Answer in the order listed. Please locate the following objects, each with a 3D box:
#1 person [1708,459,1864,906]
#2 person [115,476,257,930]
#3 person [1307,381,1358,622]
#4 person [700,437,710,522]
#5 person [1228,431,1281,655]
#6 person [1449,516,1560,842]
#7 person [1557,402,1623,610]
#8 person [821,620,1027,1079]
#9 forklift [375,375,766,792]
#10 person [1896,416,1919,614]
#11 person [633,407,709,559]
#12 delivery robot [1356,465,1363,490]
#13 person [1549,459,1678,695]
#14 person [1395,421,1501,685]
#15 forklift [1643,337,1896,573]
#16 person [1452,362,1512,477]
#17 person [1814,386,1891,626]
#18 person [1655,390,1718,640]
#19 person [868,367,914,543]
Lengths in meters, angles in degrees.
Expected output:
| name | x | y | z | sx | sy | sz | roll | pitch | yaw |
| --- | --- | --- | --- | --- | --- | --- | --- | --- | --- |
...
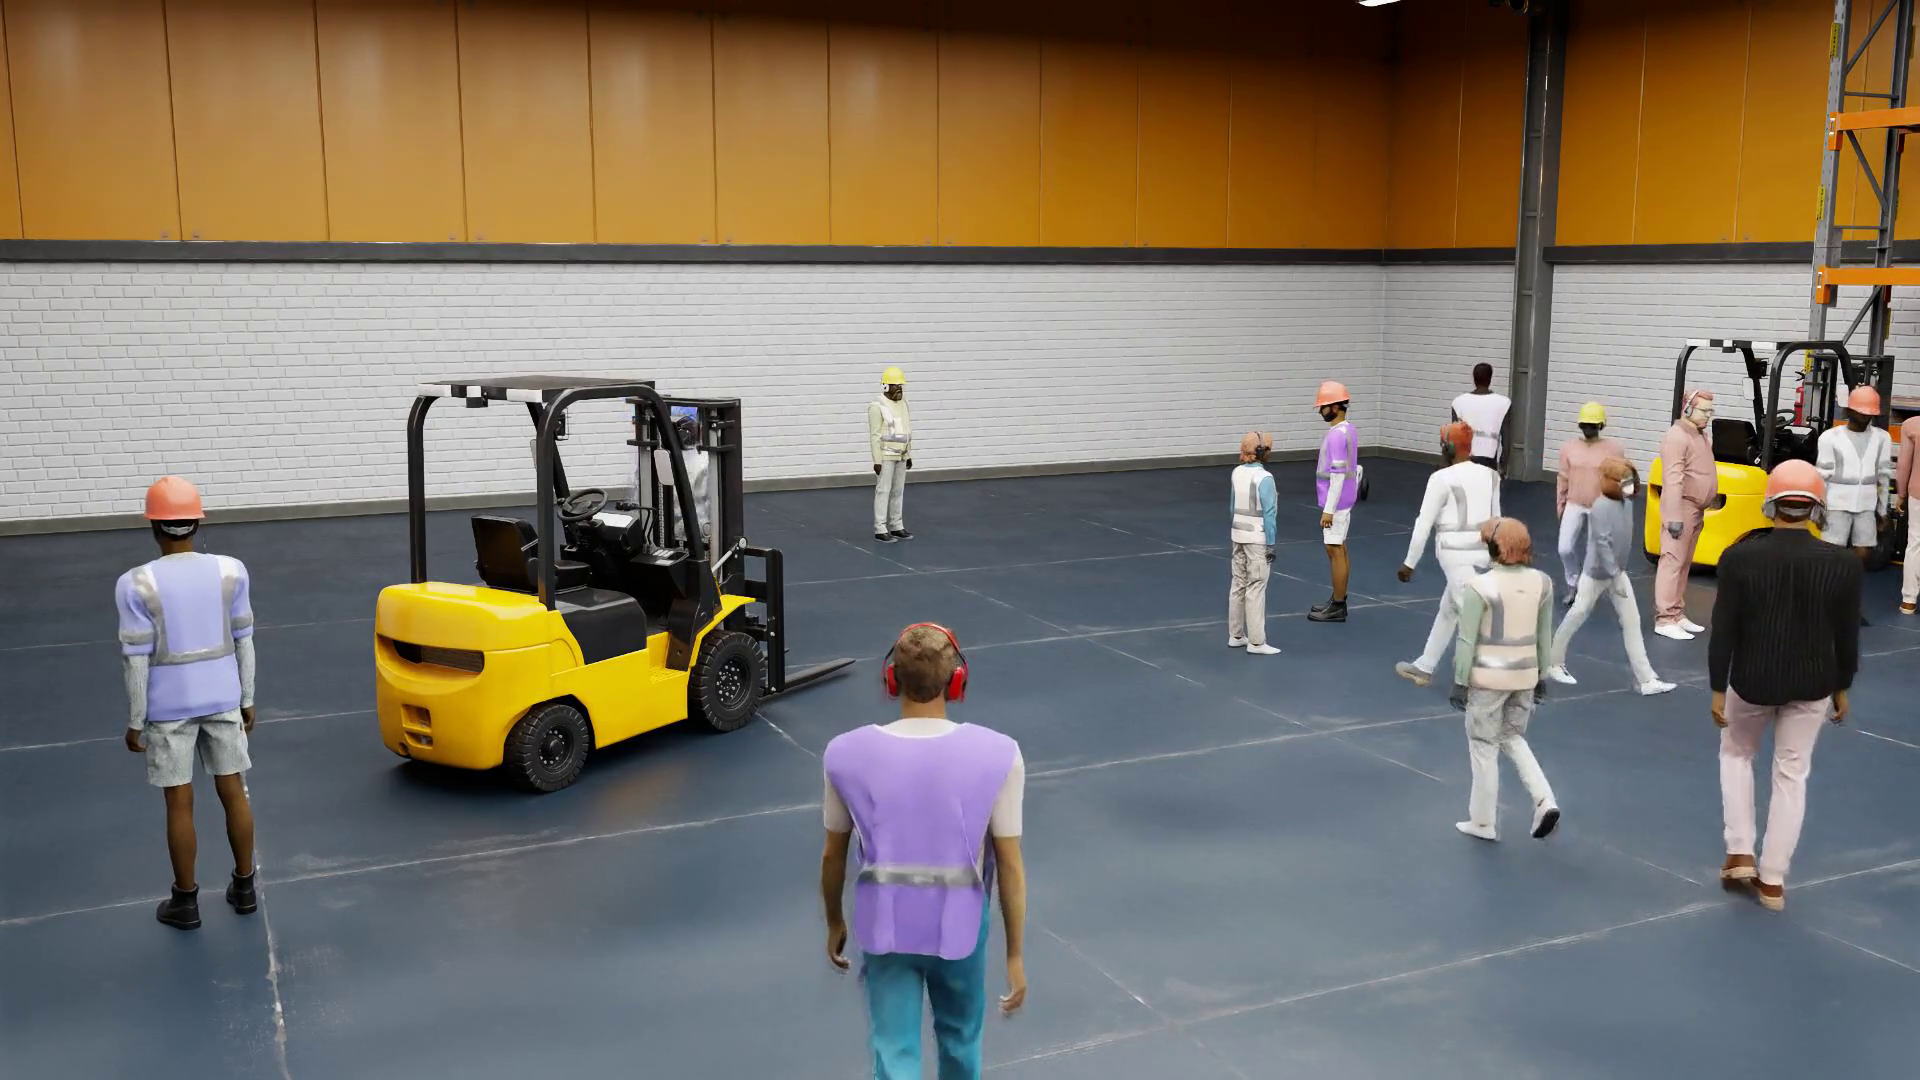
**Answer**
| name | x | y | z | sx | sy | sz | roll | pitch | yaw |
| --- | --- | --- | --- | --- | --- | --- | --- | --- | --- |
| person | 3.647 | 0.625 | 7.397 | 0.634 | 1.972 | 0.516 | 3 | 10 | 17 |
| person | -3.294 | 0.691 | 7.111 | 0.542 | 1.939 | 0.363 | -8 | 12 | -42 |
| person | 2.983 | -0.305 | 13.318 | 0.366 | 1.931 | 0.542 | 3 | 10 | 20 |
| person | -1.921 | -0.109 | 12.696 | 0.313 | 1.739 | 0.485 | -3 | 10 | -17 |
| person | 2.152 | 0.017 | 12.204 | 0.306 | 1.645 | 0.522 | -4 | 10 | -22 |
| person | 2.650 | 0.695 | 8.050 | 0.526 | 1.625 | 0.455 | -4 | 10 | -22 |
| person | 5.135 | -0.261 | 13.614 | 0.527 | 1.746 | 0.372 | 6 | 11 | 34 |
| person | -0.105 | 1.117 | 4.871 | 0.596 | 1.799 | 0.926 | 0 | 9 | 2 |
| forklift | -2.268 | 0.149 | 9.685 | 1.214 | 2.155 | 2.313 | 6 | 11 | 32 |
| person | 7.942 | -0.367 | 13.506 | 0.609 | 1.993 | 0.384 | 7 | 11 | 36 |
| person | -2.041 | -0.073 | 12.022 | 0.699 | 1.895 | 0.387 | 0 | 9 | 1 |
| delivery robot | 4.703 | -0.783 | 20.246 | 0.477 | 0.478 | 0.707 | 3 | 10 | 18 |
| person | 4.319 | 0.237 | 11.063 | 0.498 | 1.570 | 0.923 | -7 | 12 | -37 |
| person | 3.294 | 0.141 | 10.916 | 0.595 | 1.833 | 1.017 | -6 | 11 | -33 |
| forklift | 7.551 | -0.789 | 15.507 | 2.313 | 2.155 | 1.214 | -4 | 10 | -25 |
| person | 5.219 | -0.830 | 16.699 | 0.586 | 1.898 | 0.673 | 3 | 10 | 16 |
| person | 7.011 | -0.260 | 13.091 | 0.559 | 1.911 | 0.445 | 1 | 9 | 6 |
| person | 5.583 | -0.200 | 12.763 | 0.405 | 1.903 | 0.636 | 7 | 11 | 37 |
| person | -0.702 | -0.882 | 17.240 | 0.403 | 1.825 | 0.592 | 6 | 11 | 33 |
